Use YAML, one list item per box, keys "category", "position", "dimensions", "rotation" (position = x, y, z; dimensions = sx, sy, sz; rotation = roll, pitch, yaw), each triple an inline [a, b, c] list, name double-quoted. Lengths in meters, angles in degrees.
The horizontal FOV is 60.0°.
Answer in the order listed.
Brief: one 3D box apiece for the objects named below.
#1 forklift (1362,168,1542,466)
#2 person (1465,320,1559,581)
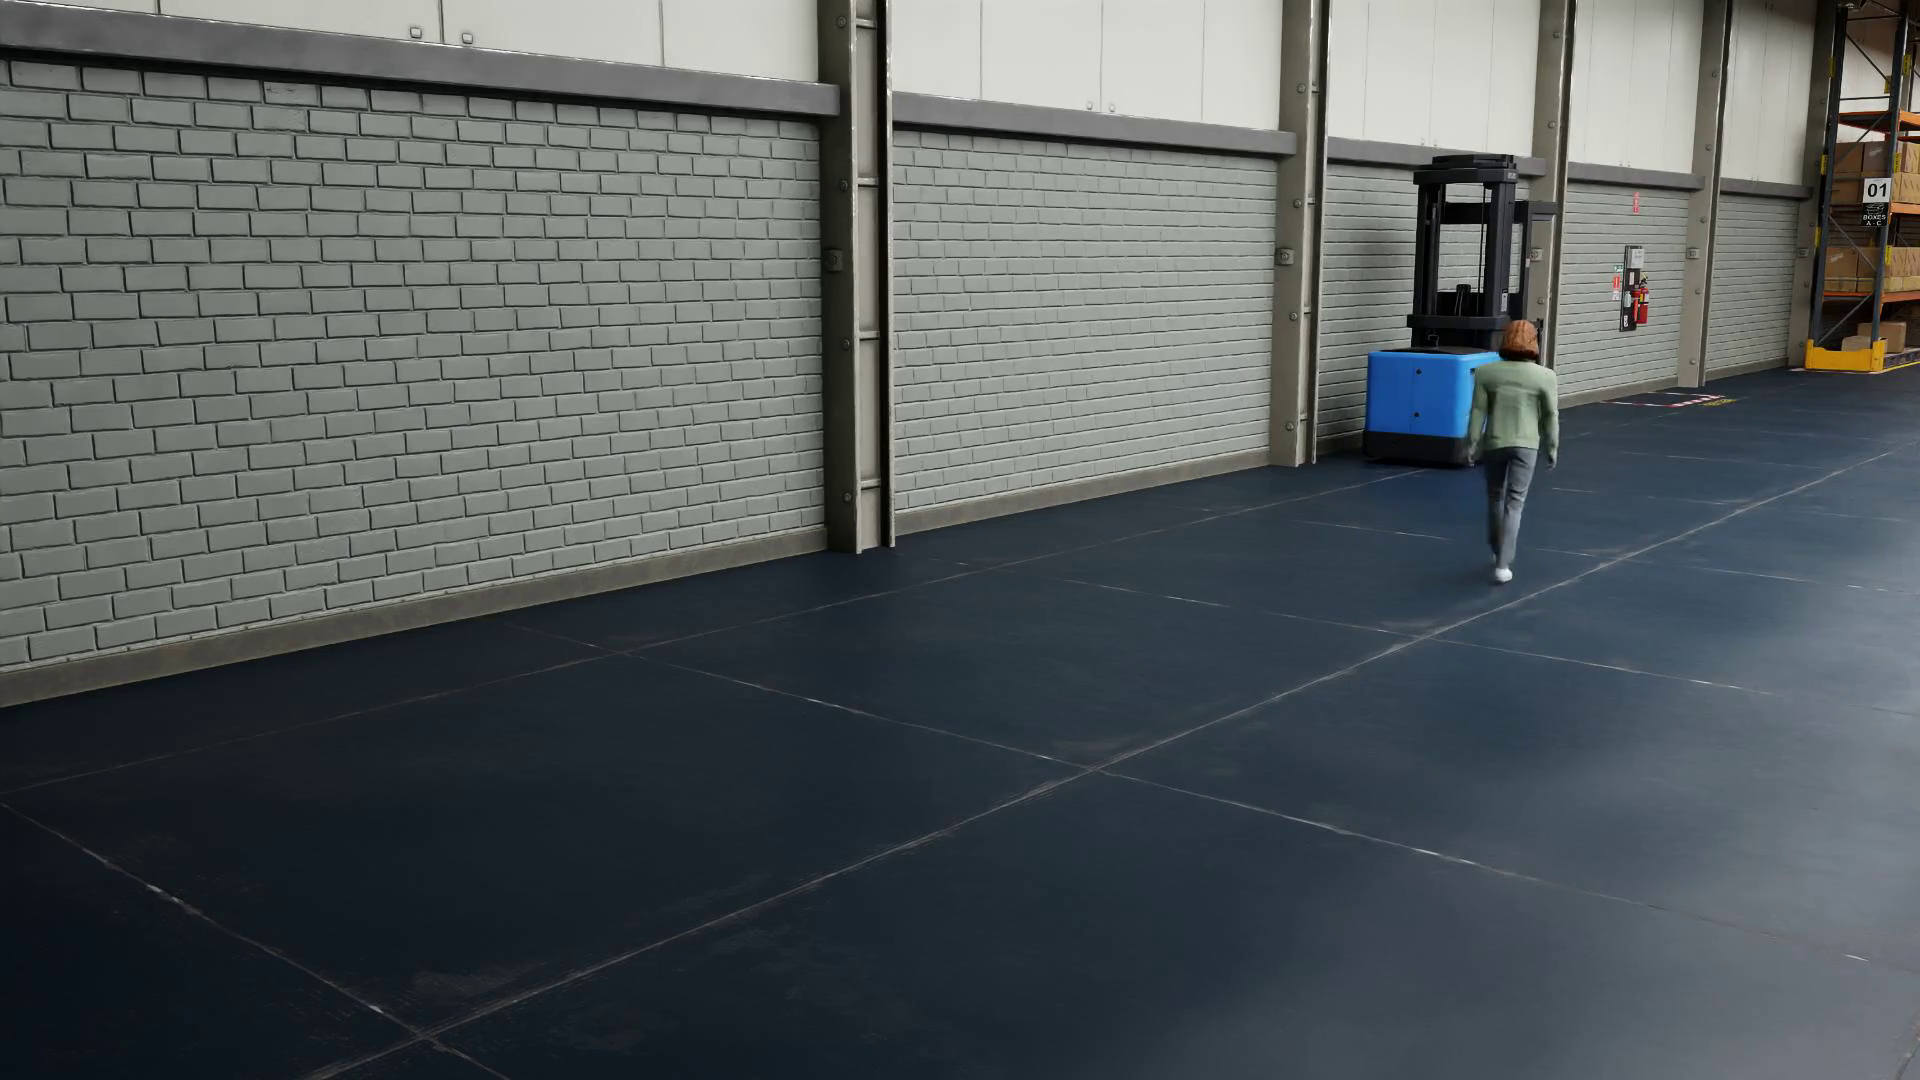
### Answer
- category: "forklift"
  position: [4.875, -2.212, 16.287]
  dimensions: [1.129, 2.768, 1.873]
  rotation: [8, 13, 40]
- category: "person"
  position: [3.488, -0.575, 10.453]
  dimensions: [0.531, 1.599, 0.789]
  rotation: [6, 11, 29]
